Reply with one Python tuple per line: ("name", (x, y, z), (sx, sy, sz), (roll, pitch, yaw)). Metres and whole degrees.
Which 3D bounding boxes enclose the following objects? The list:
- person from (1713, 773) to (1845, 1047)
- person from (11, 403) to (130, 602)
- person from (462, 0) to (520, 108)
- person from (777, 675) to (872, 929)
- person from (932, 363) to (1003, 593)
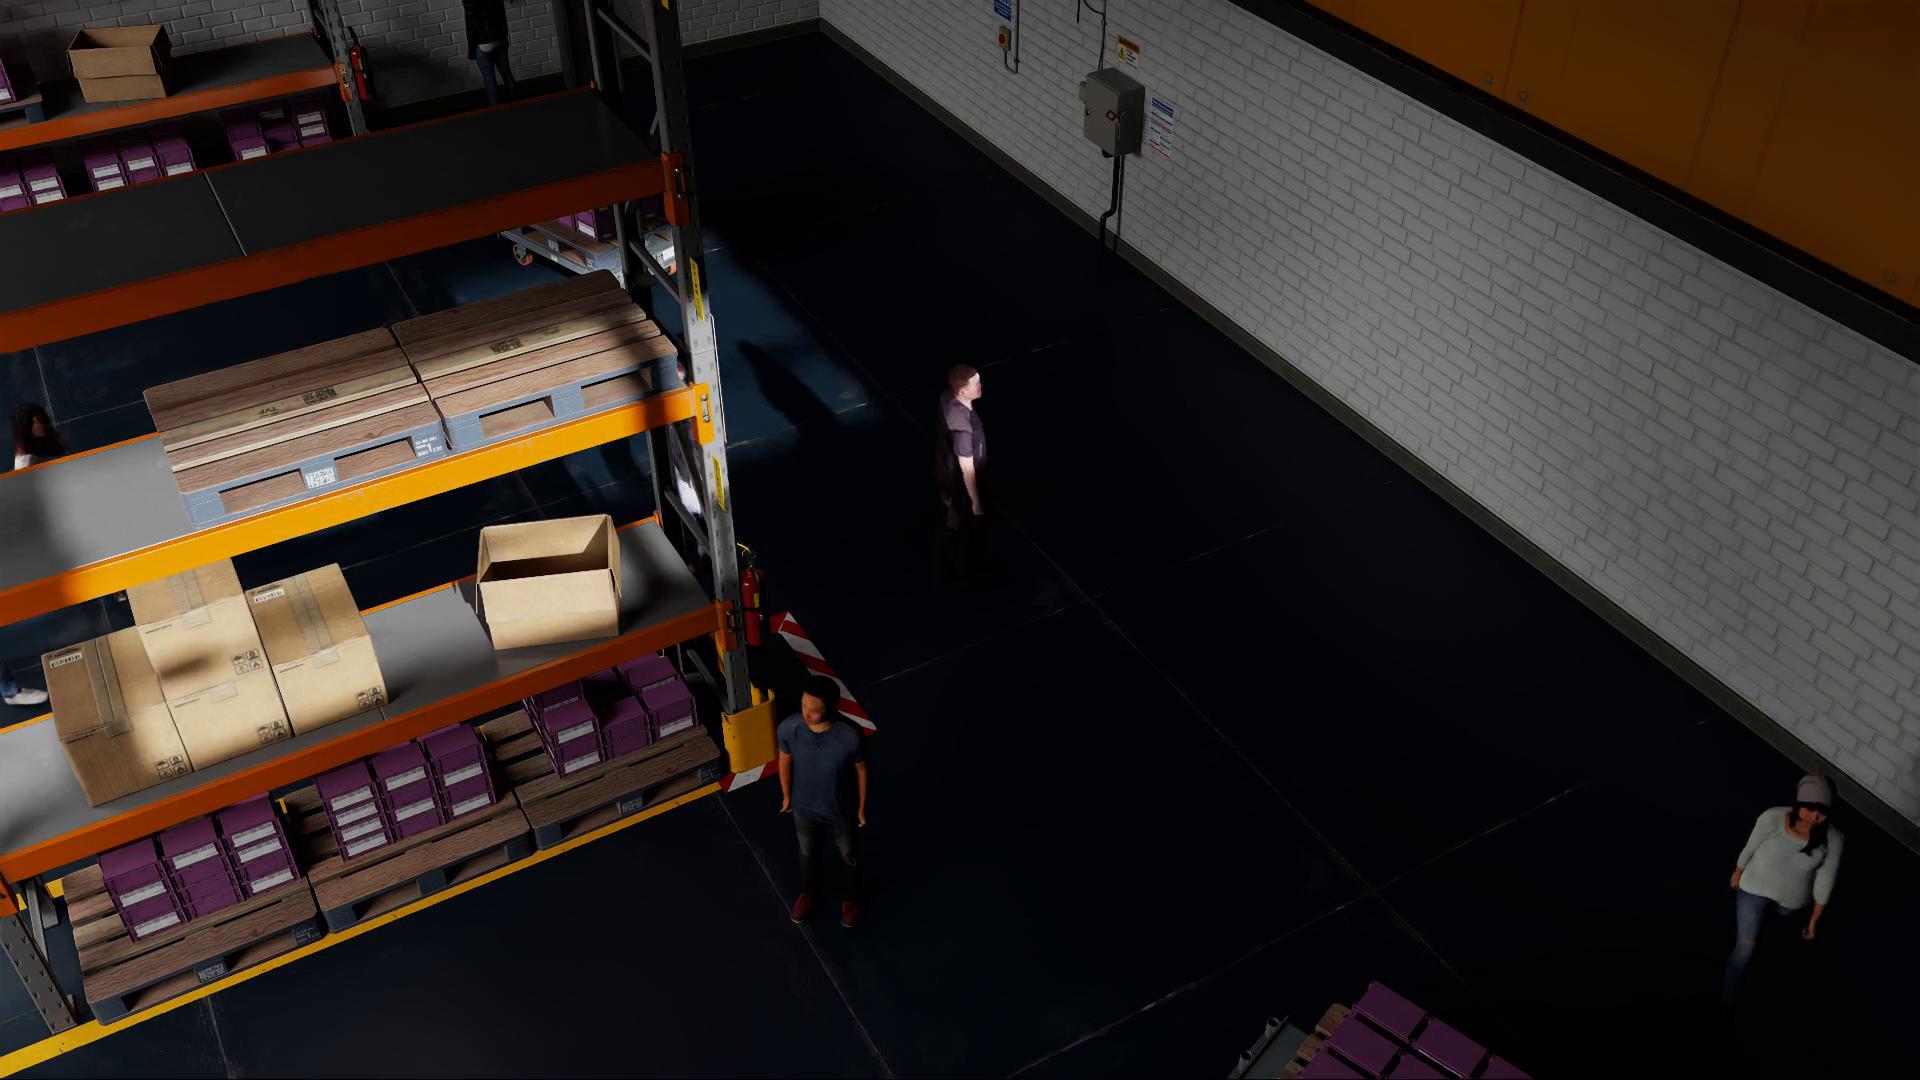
("person", (4.254, 1.779, 8.681), (1.063, 1.591, 1.198), (14, 41, 16))
("person", (-6.044, -0.197, 11.104), (1.141, 1.655, 0.969), (-1, 39, -2))
("person", (-4.856, -5.160, 17.185), (0.797, 1.821, 0.633), (27, 46, 29))
("person", (-0.721, 1.392, 8.991), (0.700, 1.808, 0.782), (6, 39, 8))
("person", (-0.086, -0.403, 11.221), (0.925, 1.832, 0.905), (-1, 39, -1))
